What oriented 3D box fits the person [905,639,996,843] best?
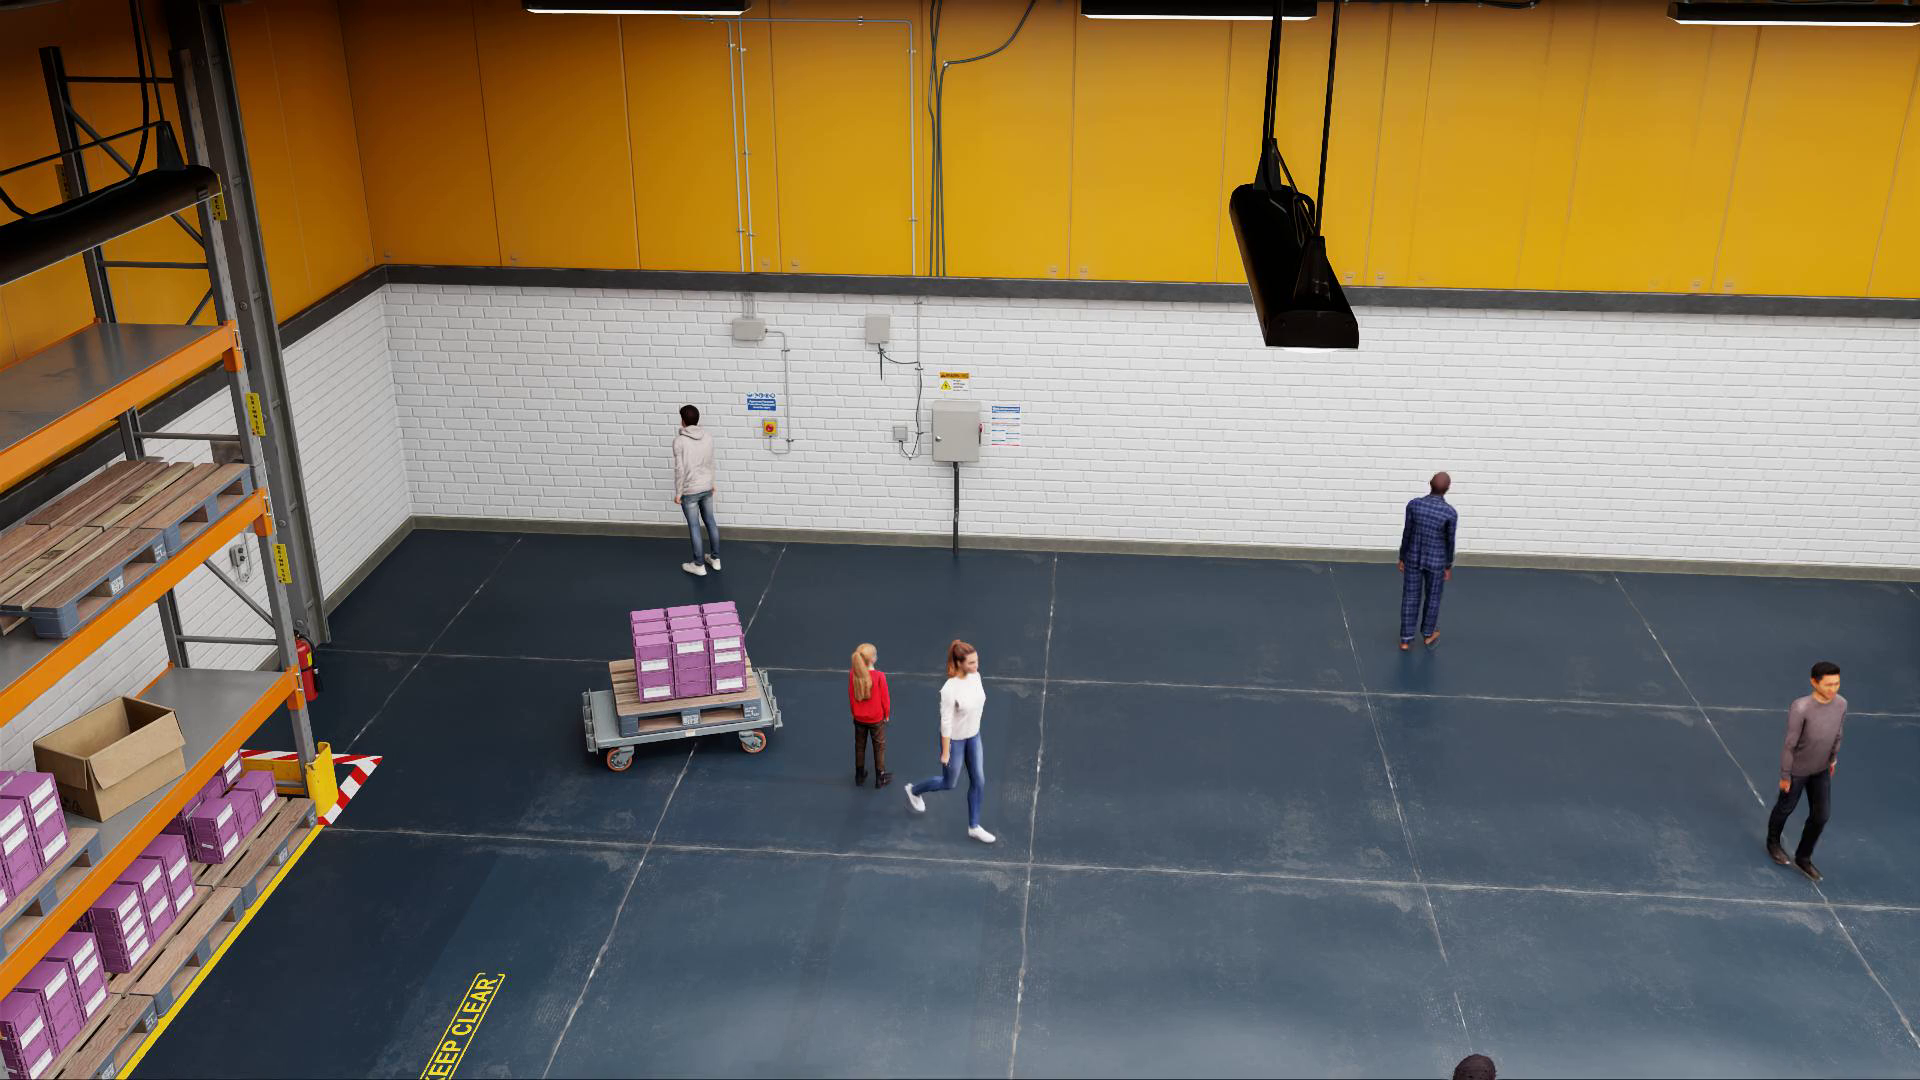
[{"bbox_3d":[-0.069,1.546,12.953,1.037,1.692,1.085,17,29,34],"label":"person"}]

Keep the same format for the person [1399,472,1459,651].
[{"bbox_3d":[4.475,0.183,15.899,0.818,1.830,0.963,6,24,13],"label":"person"}]

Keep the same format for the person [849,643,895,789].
[{"bbox_3d":[-0.752,1.439,13.712,0.535,1.280,0.532,7,25,16],"label":"person"}]

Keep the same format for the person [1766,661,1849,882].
[{"bbox_3d":[6.354,1.671,12.592,0.864,1.751,0.798,2,24,4],"label":"person"}]

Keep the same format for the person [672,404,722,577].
[{"bbox_3d":[-2.775,-0.535,17.514,0.820,1.851,0.730,21,31,39],"label":"person"}]
